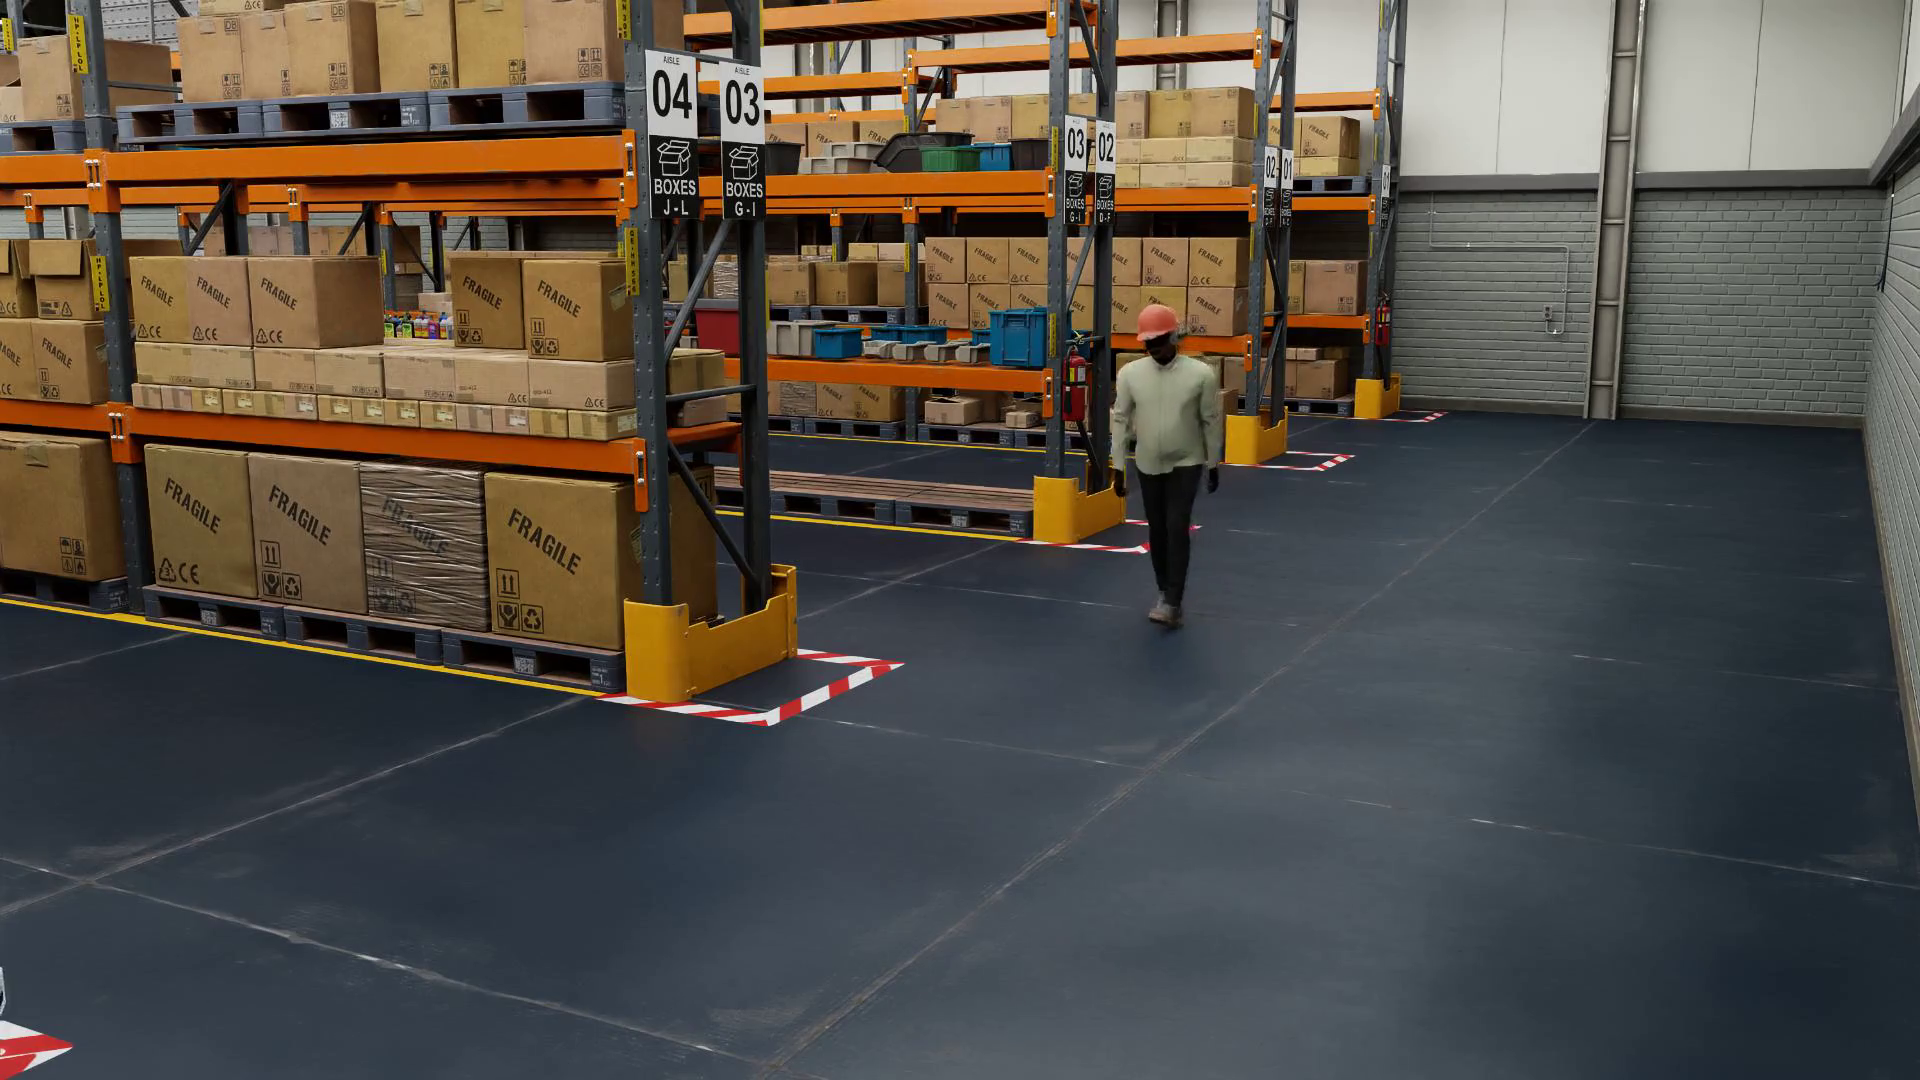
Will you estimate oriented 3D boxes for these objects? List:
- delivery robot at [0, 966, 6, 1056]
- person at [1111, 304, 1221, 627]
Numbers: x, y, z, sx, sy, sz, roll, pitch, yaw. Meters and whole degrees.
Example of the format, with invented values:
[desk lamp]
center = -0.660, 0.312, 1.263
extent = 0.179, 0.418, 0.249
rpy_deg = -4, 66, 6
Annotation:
[delivery robot]
center = -2.826, 1.272, 4.207
extent = 0.707, 0.478, 0.477
rpy_deg = -4, 11, -21
[person]
center = 1.243, -0.454, 10.088
extent = 0.647, 1.930, 0.994
rpy_deg = 3, 11, 17
